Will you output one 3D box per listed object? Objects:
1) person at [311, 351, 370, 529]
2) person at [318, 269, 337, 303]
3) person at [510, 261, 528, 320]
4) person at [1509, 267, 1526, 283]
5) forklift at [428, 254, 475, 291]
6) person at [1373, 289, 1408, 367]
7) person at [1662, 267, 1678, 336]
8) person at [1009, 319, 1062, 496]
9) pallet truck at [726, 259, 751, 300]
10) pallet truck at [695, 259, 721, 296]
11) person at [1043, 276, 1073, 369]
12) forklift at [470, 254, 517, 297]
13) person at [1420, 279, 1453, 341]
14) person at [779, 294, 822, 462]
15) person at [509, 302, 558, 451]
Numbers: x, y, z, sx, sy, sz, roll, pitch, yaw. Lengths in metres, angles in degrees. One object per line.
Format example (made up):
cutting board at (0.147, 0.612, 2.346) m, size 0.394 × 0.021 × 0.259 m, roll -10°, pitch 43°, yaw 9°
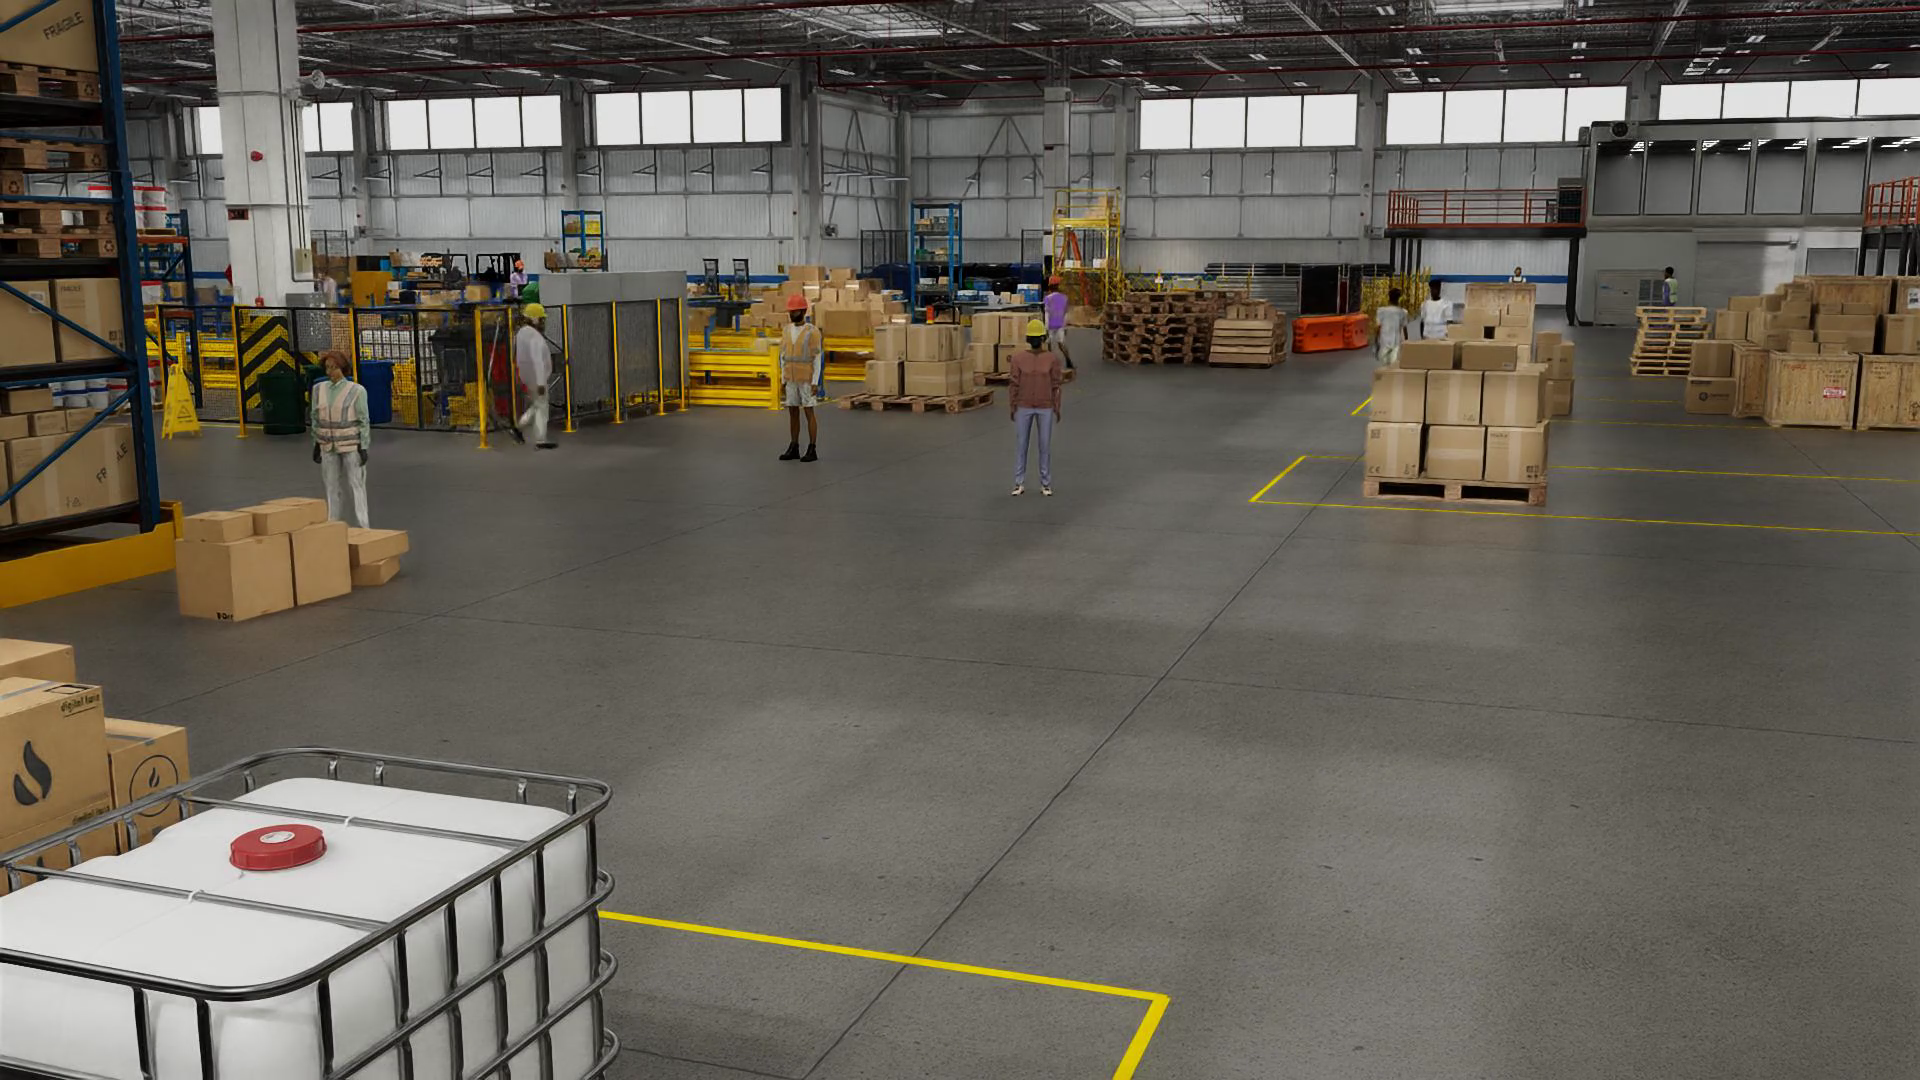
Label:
person at (-5.116, -0.743, 13.751) m, size 0.512 × 1.640 × 0.311 m, roll 2°, pitch 10°, yaw 11°
person at (-17.567, -6.621, 46.295) m, size 0.665 × 1.891 × 0.802 m, roll 4°, pitch 11°, yaw 23°
person at (-12.838, -7.136, 48.618) m, size 0.384 × 2.041 × 0.615 m, roll 7°, pitch 12°, yaw 36°
person at (16.821, -7.329, 50.280) m, size 0.507 × 1.840 × 0.344 m, roll 4°, pitch 11°, yaw 21°
forklift at (-20.133, -10.254, 65.465) m, size 1.157 × 1.987 × 2.680 m, roll 3°, pitch 11°, yaw 19°
person at (6.797, -3.043, 26.233) m, size 0.516 × 1.822 × 1.006 m, roll 4°, pitch 11°, yaw 21°
person at (18.941, -6.329, 44.423) m, size 0.399 × 1.920 × 0.590 m, roll 10°, pitch 14°, yaw 44°
person at (0.753, -1.317, 16.627) m, size 0.523 × 1.769 × 0.322 m, roll 0°, pitch 10°, yaw 3°
pallet truck at (-7.986, -9.493, 62.019) m, size 0.823 × 1.965 × 1.885 m, roll 3°, pitch 11°, yaw 17°
pallet truck at (-9.165, -9.627, 62.776) m, size 0.823 × 1.965 × 1.885 m, roll 4°, pitch 11°, yaw 23°
person at (1.889, -4.176, 32.346) m, size 0.554 × 1.913 × 0.864 m, roll -6°, pitch 12°, yaw -29°
forklift at (-17.990, -10.121, 64.684) m, size 1.157 × 1.987 × 2.680 m, roll 3°, pitch 11°, yaw 17°
person at (8.223, -3.537, 28.707) m, size 0.623 × 1.926 × 0.986 m, roll 6°, pitch 12°, yaw 32°
person at (-1.862, -1.869, 19.256) m, size 0.548 × 1.938 × 0.358 m, roll 6°, pitch 12°, yaw 31°
person at (-5.189, -1.977, 20.212) m, size 0.463 × 1.810 × 0.606 m, roll -7°, pitch 12°, yaw -34°
